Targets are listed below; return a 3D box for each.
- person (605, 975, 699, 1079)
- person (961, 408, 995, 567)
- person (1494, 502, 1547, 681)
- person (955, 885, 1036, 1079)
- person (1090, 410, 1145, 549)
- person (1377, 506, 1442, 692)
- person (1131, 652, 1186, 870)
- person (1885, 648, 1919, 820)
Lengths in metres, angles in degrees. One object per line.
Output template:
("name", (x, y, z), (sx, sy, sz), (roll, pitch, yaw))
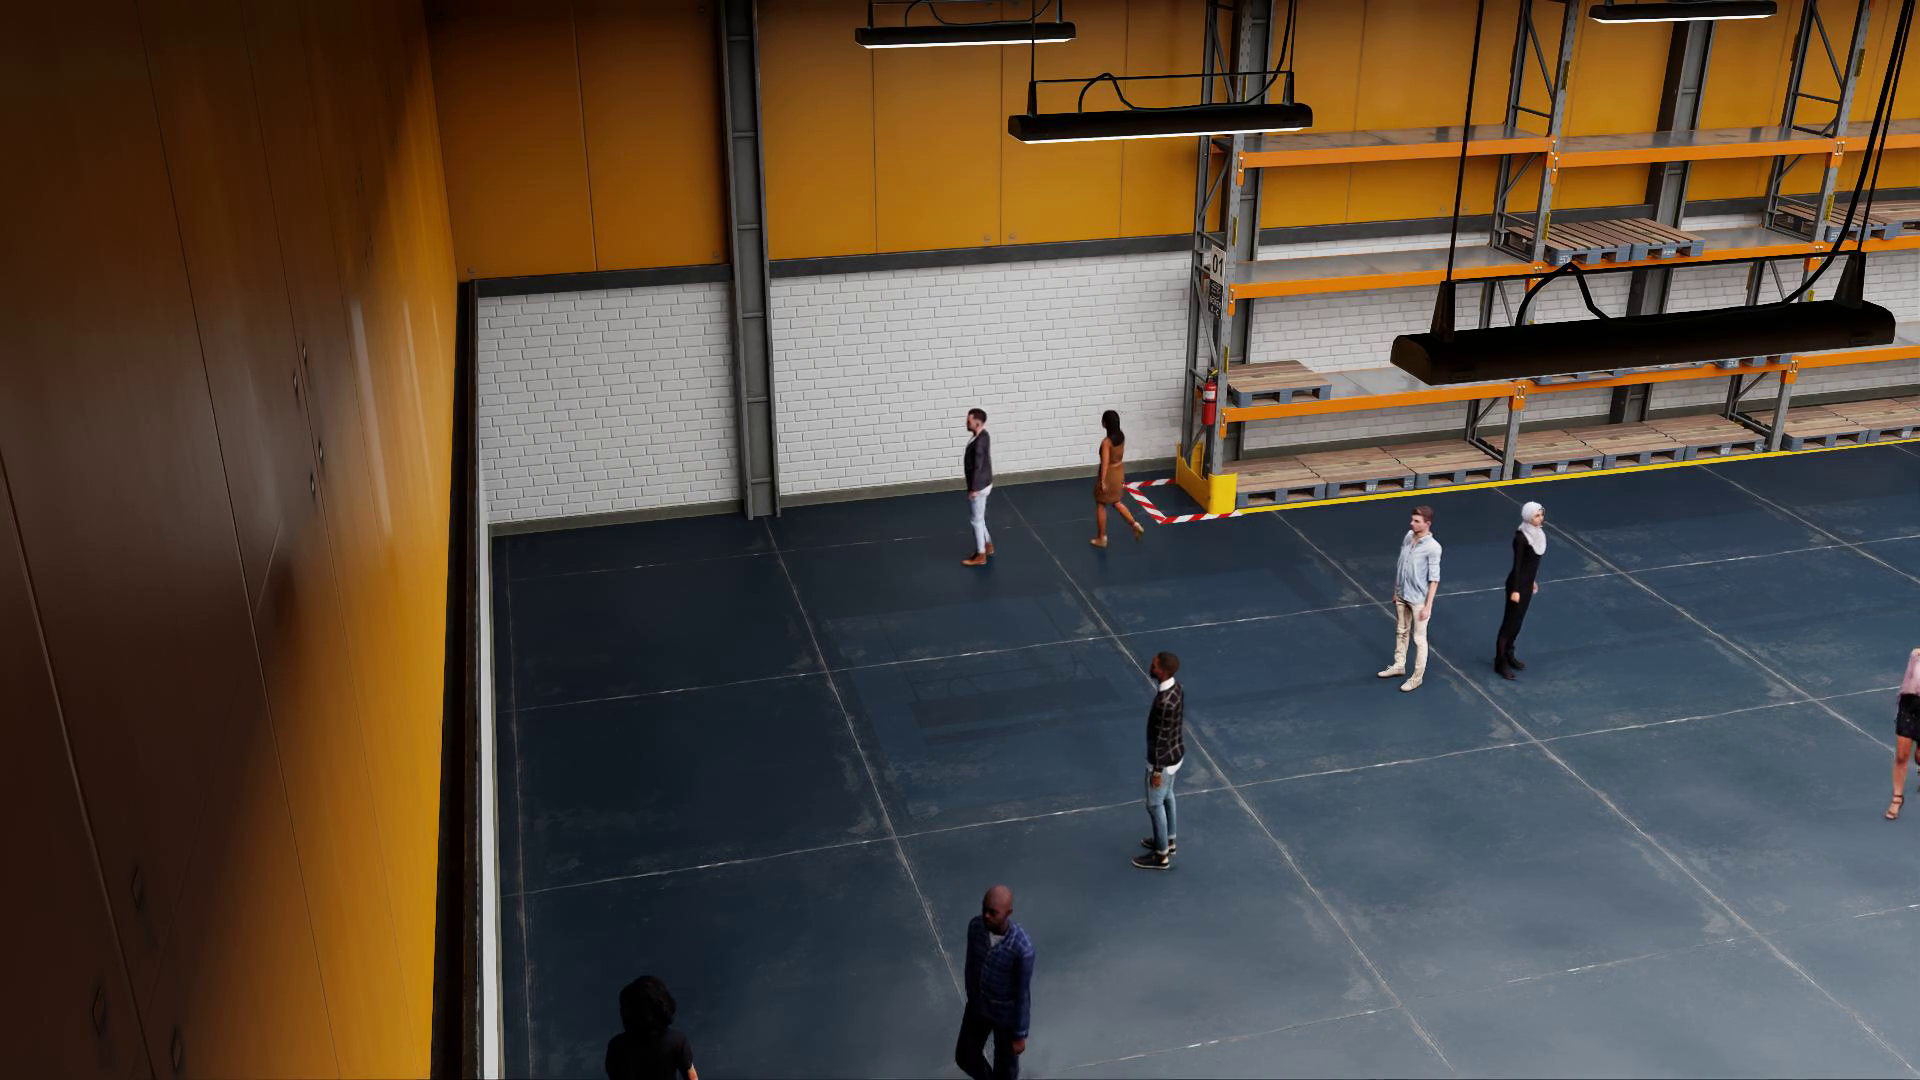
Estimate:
("person", (-1.761, 3.334, 9.463), (0.874, 1.815, 0.845), (-1, 24, -3))
("person", (0.236, -0.604, 18.452), (0.724, 1.832, 0.760), (3, 24, 6))
("person", (5.407, 0.464, 16.075), (0.748, 1.779, 0.645), (20, 31, 38))
("person", (0.276, 2.894, 10.479), (0.816, 1.809, 0.867), (15, 28, 31))
("person", (1.768, -0.659, 18.776), (0.942, 1.672, 0.905), (15, 28, 30))
("person", (4.328, 0.534, 15.830), (0.613, 1.847, 0.698), (-12, 26, -25))
("person", (1.638, 1.722, 13.149), (0.772, 1.817, 0.773), (7, 24, 15))
("person", (7.986, 1.463, 13.765), (1.014, 1.798, 0.865), (-20, 30, -37))
